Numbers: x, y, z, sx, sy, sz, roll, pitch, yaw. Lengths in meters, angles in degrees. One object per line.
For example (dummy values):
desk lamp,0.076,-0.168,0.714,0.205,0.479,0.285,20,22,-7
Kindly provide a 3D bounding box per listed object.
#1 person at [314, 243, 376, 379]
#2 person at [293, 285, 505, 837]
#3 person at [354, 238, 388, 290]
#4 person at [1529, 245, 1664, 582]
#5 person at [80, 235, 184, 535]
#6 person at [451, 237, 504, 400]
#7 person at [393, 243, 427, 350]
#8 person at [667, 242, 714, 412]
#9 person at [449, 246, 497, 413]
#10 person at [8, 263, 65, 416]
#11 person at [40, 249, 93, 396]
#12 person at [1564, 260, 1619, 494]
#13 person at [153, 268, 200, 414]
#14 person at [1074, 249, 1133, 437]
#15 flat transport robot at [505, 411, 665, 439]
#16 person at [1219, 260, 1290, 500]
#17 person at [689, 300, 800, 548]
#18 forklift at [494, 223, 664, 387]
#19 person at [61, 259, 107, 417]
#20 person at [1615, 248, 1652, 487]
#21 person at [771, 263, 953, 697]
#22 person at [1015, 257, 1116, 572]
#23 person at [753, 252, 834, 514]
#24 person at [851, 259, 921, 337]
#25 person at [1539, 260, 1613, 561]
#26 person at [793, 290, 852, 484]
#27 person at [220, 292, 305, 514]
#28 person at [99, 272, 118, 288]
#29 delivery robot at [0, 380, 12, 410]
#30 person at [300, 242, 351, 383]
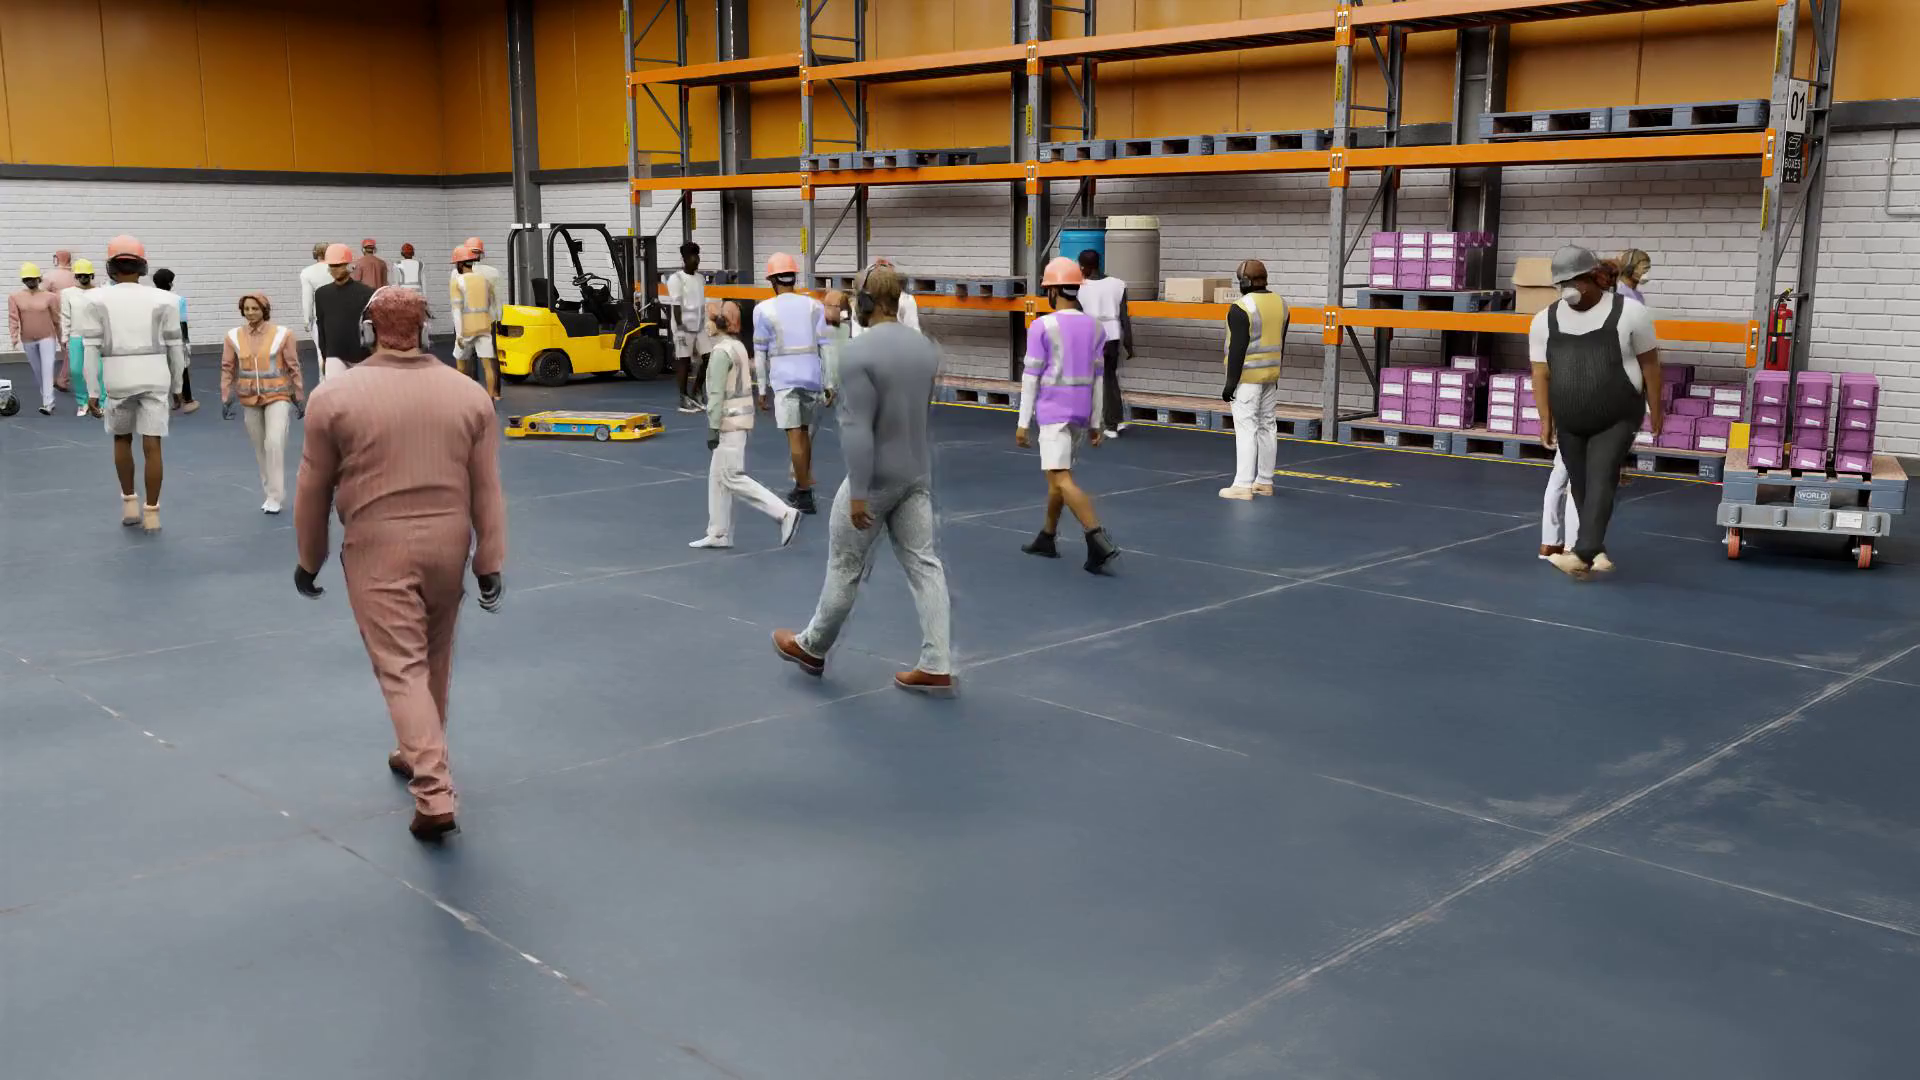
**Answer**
person,-5.504,-1.700,15.057,0.623,1.958,0.973,1,10,5
person,-1.915,0.058,5.761,0.643,1.861,0.990,-9,13,-39
person,-10.167,-4.204,28.666,0.428,1.969,0.636,10,14,43
person,3.711,-0.786,9.831,0.731,2.000,0.863,9,13,39
person,-5.636,-1.063,11.386,0.611,2.014,0.700,-5,12,-25
person,-5.909,-2.697,20.374,0.614,1.993,0.395,-5,12,-27
person,-9.659,-4.263,29.255,0.568,1.878,0.350,-6,12,-32
person,-3.073,-2.428,19.034,0.440,1.943,0.612,8,13,37
person,-5.634,-2.408,19.073,0.560,1.883,0.988,-10,14,-42
person,-10.434,-2.269,18.814,0.525,1.711,0.947,-3,11,-14
person,-11.362,-2.754,21.111,1.041,1.842,0.639,5,11,25
person,4.938,-1.254,12.970,0.618,1.836,0.431,-7,12,-33
person,-8.864,-2.201,18.622,0.568,1.641,0.889,-1,10,-7
person,1.397,-1.974,16.753,0.662,1.879,0.569,-4,11,-20
flat transport robot,-3.761,-1.161,16.701,1.431,0.197,0.652,2,11,12
person,2.242,-1.231,12.818,0.621,1.838,0.429,-9,14,-42
person,-1.394,-0.725,10.638,0.677,1.616,0.521,0,10,2
forklift,-5.316,-3.263,22.920,2.313,2.155,1.214,-10,14,-44
person,-9.740,-2.255,18.594,0.556,1.761,0.359,-2,11,-12
person,5.321,-1.360,13.315,0.448,1.921,0.634,6,12,31
person,-0.407,-0.275,7.435,0.997,1.888,0.661,8,13,37
person,0.665,-0.768,10.138,0.557,1.904,0.938,-8,13,-36
person,-1.254,-1.160,12.284,0.547,1.888,0.794,-5,12,-27
person,-0.610,-1.504,14.374,0.643,1.814,1.028,-1,10,-6
person,3.821,-0.777,10.254,0.310,1.868,0.533,-2,11,-13
person,-1.024,-1.208,13.370,0.866,1.576,0.513,7,12,33
person,-5.086,-0.983,12.078,0.547,1.609,0.740,-1,10,-3
person,-12.664,-3.349,25.025,0.518,1.594,0.868,-6,12,-31
delivery robot,-10.917,-1.663,18.409,0.707,0.478,0.477,0,10,1
person,-8.072,-2.829,21.249,0.635,1.936,0.355,-8,13,-39
